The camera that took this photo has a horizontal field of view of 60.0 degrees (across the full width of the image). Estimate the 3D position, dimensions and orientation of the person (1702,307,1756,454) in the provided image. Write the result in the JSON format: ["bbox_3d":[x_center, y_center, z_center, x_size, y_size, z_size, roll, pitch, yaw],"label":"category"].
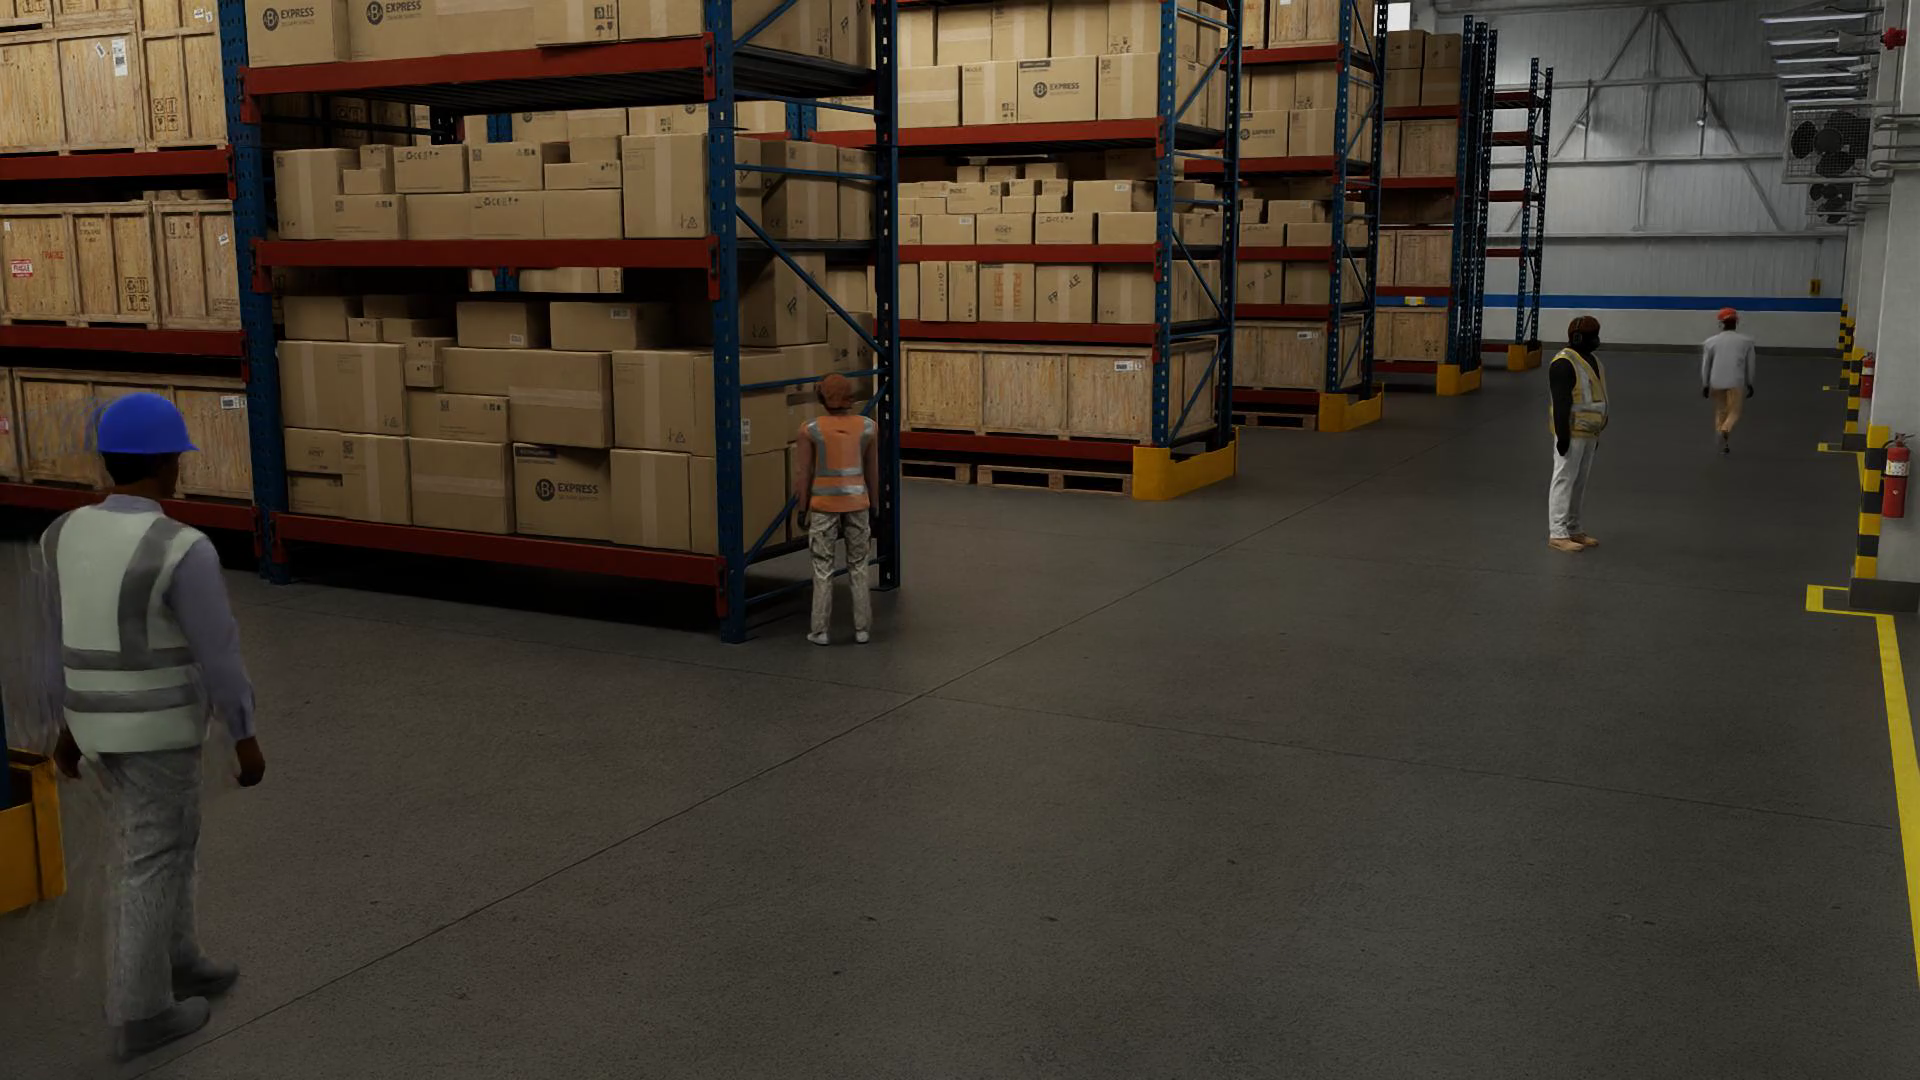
[{"bbox_3d":[8.836,-1.821,19.166,0.574,1.713,0.599,8,13,40],"label":"person"}]

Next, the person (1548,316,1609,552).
[{"bbox_3d":[4.864,-0.835,13.087,0.429,1.843,0.632,9,13,42],"label":"person"}]

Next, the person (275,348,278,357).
[{"bbox_3d":[-8.028,-1.982,19.460,0.369,1.931,0.552,-3,10,-17],"label":"person"}]

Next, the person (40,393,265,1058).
[{"bbox_3d":[-2.322,0.525,4.954,0.651,1.924,0.685,5,11,25],"label":"person"}]

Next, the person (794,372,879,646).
[{"bbox_3d":[-0.723,-0.176,9.881,0.522,1.633,0.314,-3,10,-19],"label":"person"}]
